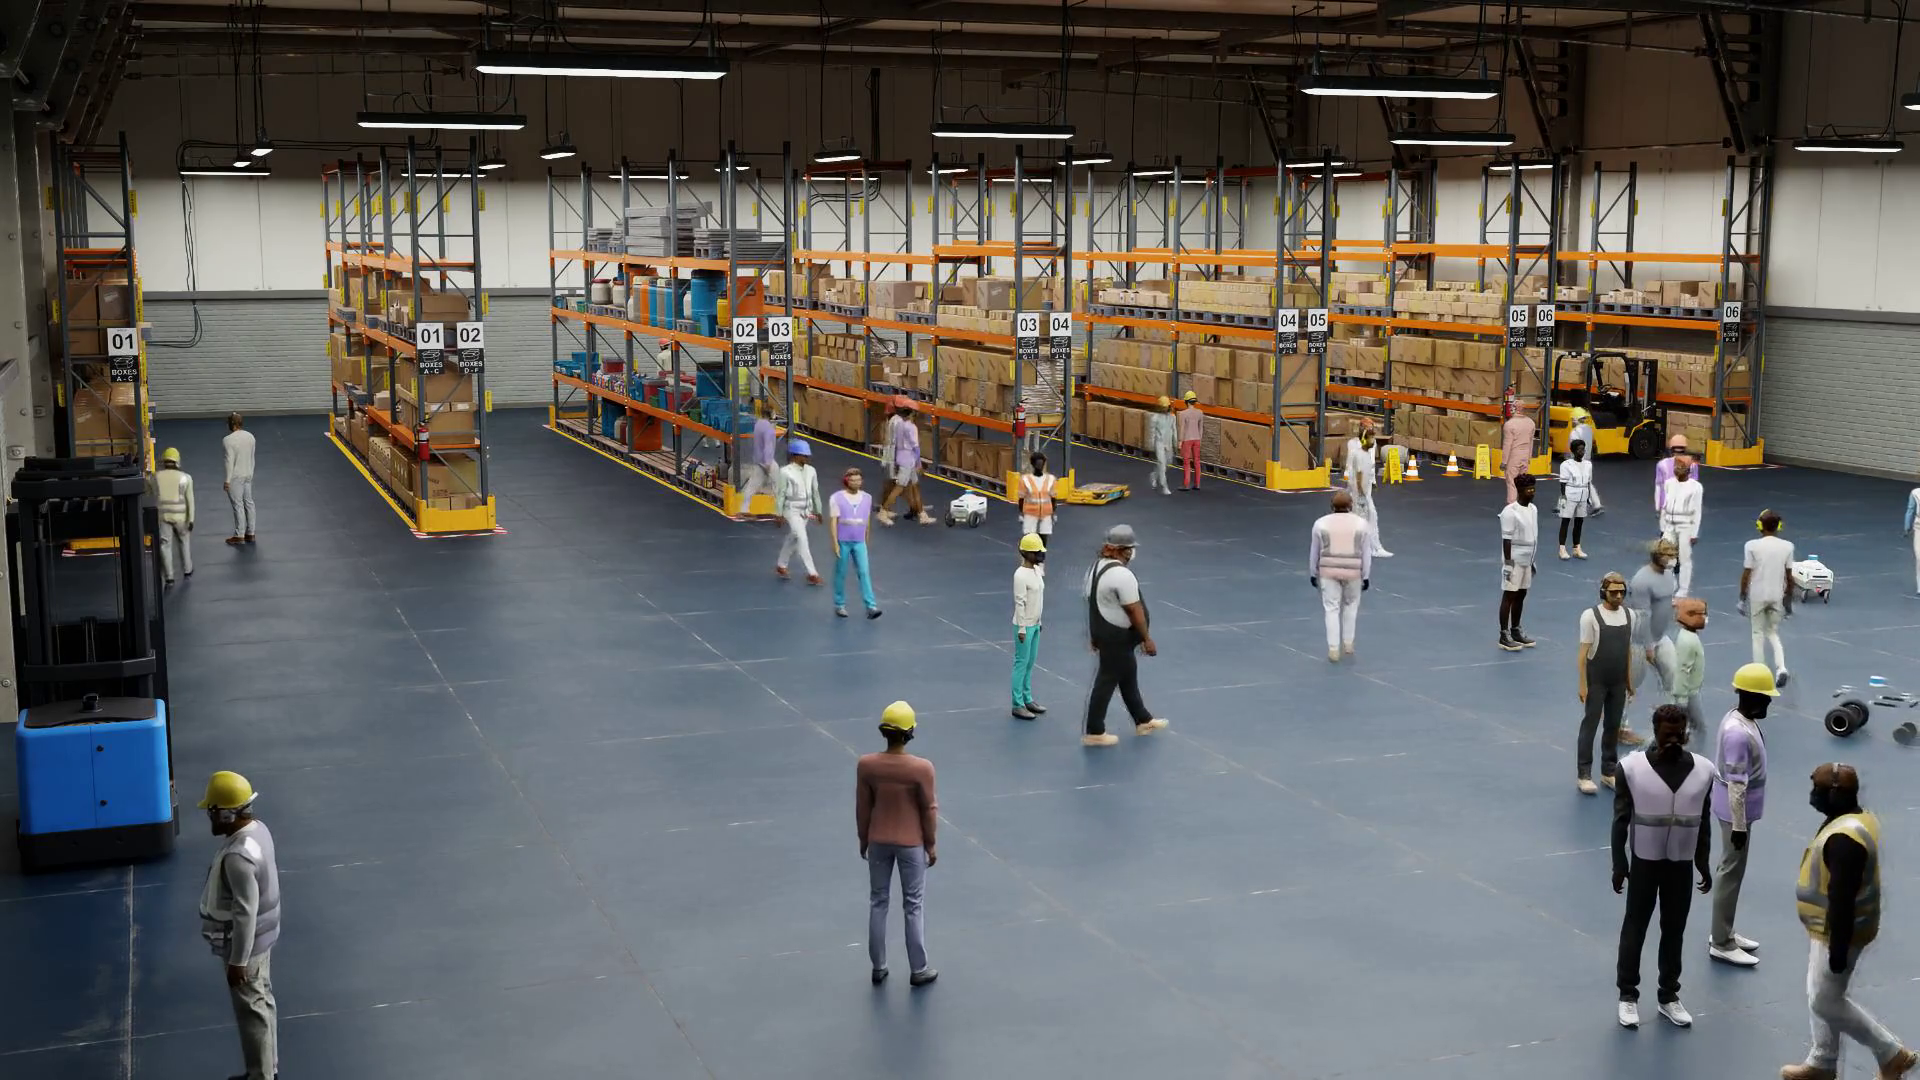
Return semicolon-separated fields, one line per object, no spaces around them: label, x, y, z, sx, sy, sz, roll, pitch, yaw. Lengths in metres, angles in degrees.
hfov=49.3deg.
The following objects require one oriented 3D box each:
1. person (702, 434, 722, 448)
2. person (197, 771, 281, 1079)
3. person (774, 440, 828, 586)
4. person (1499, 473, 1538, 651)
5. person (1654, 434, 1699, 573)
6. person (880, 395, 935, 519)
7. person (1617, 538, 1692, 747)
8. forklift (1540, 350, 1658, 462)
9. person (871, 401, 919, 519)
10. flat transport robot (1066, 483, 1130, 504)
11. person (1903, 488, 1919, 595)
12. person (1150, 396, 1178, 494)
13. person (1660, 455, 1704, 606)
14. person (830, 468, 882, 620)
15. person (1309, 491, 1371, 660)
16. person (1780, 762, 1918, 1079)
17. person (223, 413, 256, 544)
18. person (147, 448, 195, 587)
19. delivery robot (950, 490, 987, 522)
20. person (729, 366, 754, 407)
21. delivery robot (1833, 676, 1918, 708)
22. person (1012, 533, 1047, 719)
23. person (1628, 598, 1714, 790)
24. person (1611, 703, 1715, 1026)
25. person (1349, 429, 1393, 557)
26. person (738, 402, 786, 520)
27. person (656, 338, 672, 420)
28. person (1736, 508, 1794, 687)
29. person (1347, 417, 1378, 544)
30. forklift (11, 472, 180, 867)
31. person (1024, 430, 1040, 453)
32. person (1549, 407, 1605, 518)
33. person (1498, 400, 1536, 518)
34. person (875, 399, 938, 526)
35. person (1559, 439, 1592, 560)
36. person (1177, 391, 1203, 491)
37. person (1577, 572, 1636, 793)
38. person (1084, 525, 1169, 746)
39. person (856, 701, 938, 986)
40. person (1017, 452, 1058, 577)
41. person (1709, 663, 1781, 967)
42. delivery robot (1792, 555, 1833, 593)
person;-5.279;-2.724;44.139;0.538;1.593;0.849;-3;9;-20
person;-3.812;2.116;11.103;0.403;1.827;0.600;-2;9;-11
person;-2.126;-0.375;27.525;1.017;1.896;0.617;7;11;40
person;6.217;0.224;23.255;0.607;1.966;0.374;-8;12;-44
person;9.628;-0.468;28.133;0.555;1.898;0.835;2;9;12
person;-0.853;-1.332;33.547;1.006;1.987;0.613;-1;9;-5
person;6.271;0.937;18.729;0.655;1.903;0.911;-7;11;-40
forklift;12.897;-2.725;42.309;2.313;2.155;1.214;-3;9;-21
person;-1.023;-1.285;33.630;1.022;1.881;0.563;5;10;30
flat transport robot;2.378;-0.806;35.897;0.652;0.197;1.431;4;9;24
person;12.311;-0.091;26.563;0.578;1.590;0.846;3;9;19
person;3.551;-1.694;36.841;0.496;1.724;0.657;-4;10;-26
person;8.829;-0.109;25.796;0.494;1.867;0.603;-5;10;-31
person;-1.263;0.054;24.945;0.579;1.800;0.925;-4;9;-25
person;4.134;0.363;22.814;0.652;1.818;0.763;1;9;8
person;4.789;2.099;11.240;0.597;1.823;0.653;4;9;23
person;-10.665;-0.917;30.960;0.364;1.939;0.636;3;9;18
person;-10.316;-0.315;27.429;0.608;1.780;0.914;-2;9;-11
delivery robot;0.136;-0.541;32.875;0.477;0.478;0.707;4;9;26
person;-4.956;-3.303;47.283;0.631;1.814;0.817;-2;9;-13
delivery robot;8.423;1.372;19.260;0.698;0.223;0.335;6;11;37
person;0.676;0.809;20.027;0.319;1.767;0.534;3;9;21
person;6.028;1.264;17.526;0.735;1.610;0.504;3;9;19
person;4.117;1.891;12.306;0.599;1.917;0.376;-1;9;-4
person;5.671;-0.684;29.812;0.965;1.828;0.534;5;10;30
person;-3.100;-1.252;33.382;1.017;1.888;0.655;-4;10;-26
person;-7.135;-3.912;50.788;0.407;1.986;0.618;7;11;39
person;8.134;0.608;21.097;0.513;1.851;0.450;-1;9;-4
person;5.918;-0.864;30.776;0.574;1.887;0.355;-7;11;-40
forklift;-6.630;0.886;15.957;1.129;2.768;1.873;-3;9;-21
person;1.476;-2.438;42.111;0.507;1.632;0.274;-4;10;-26
person;10.001;-1.255;33.717;0.606;1.792;0.919;-8;11;-41
person;8.912;-1.298;33.607;0.639;1.908;0.409;-6;10;-33
person;-0.875;-1.198;32.724;1.016;1.996;0.636;-3;9;-18
person;8.670;-0.578;29.500;0.529;1.697;0.321;-3;9;-21
person;4.079;-1.759;37.148;0.525;1.769;0.313;-5;10;-31
person;5.357;1.171;17.349;0.516;1.843;0.325;-3;9;-18
person;1.539;0.856;18.943;0.953;2.000;0.693;-2;9;-12
person;-0.386;1.869;12.956;0.525;1.769;0.327;3;9;20
person;1.042;-0.333;27.890;0.537;1.686;0.363;-2;9;-11
person;4.999;1.727;13.376;0.372;1.923;0.595;3;9;22
delivery robot;10.734;0.433;26.383;0.477;0.478;0.707;1;8;6
